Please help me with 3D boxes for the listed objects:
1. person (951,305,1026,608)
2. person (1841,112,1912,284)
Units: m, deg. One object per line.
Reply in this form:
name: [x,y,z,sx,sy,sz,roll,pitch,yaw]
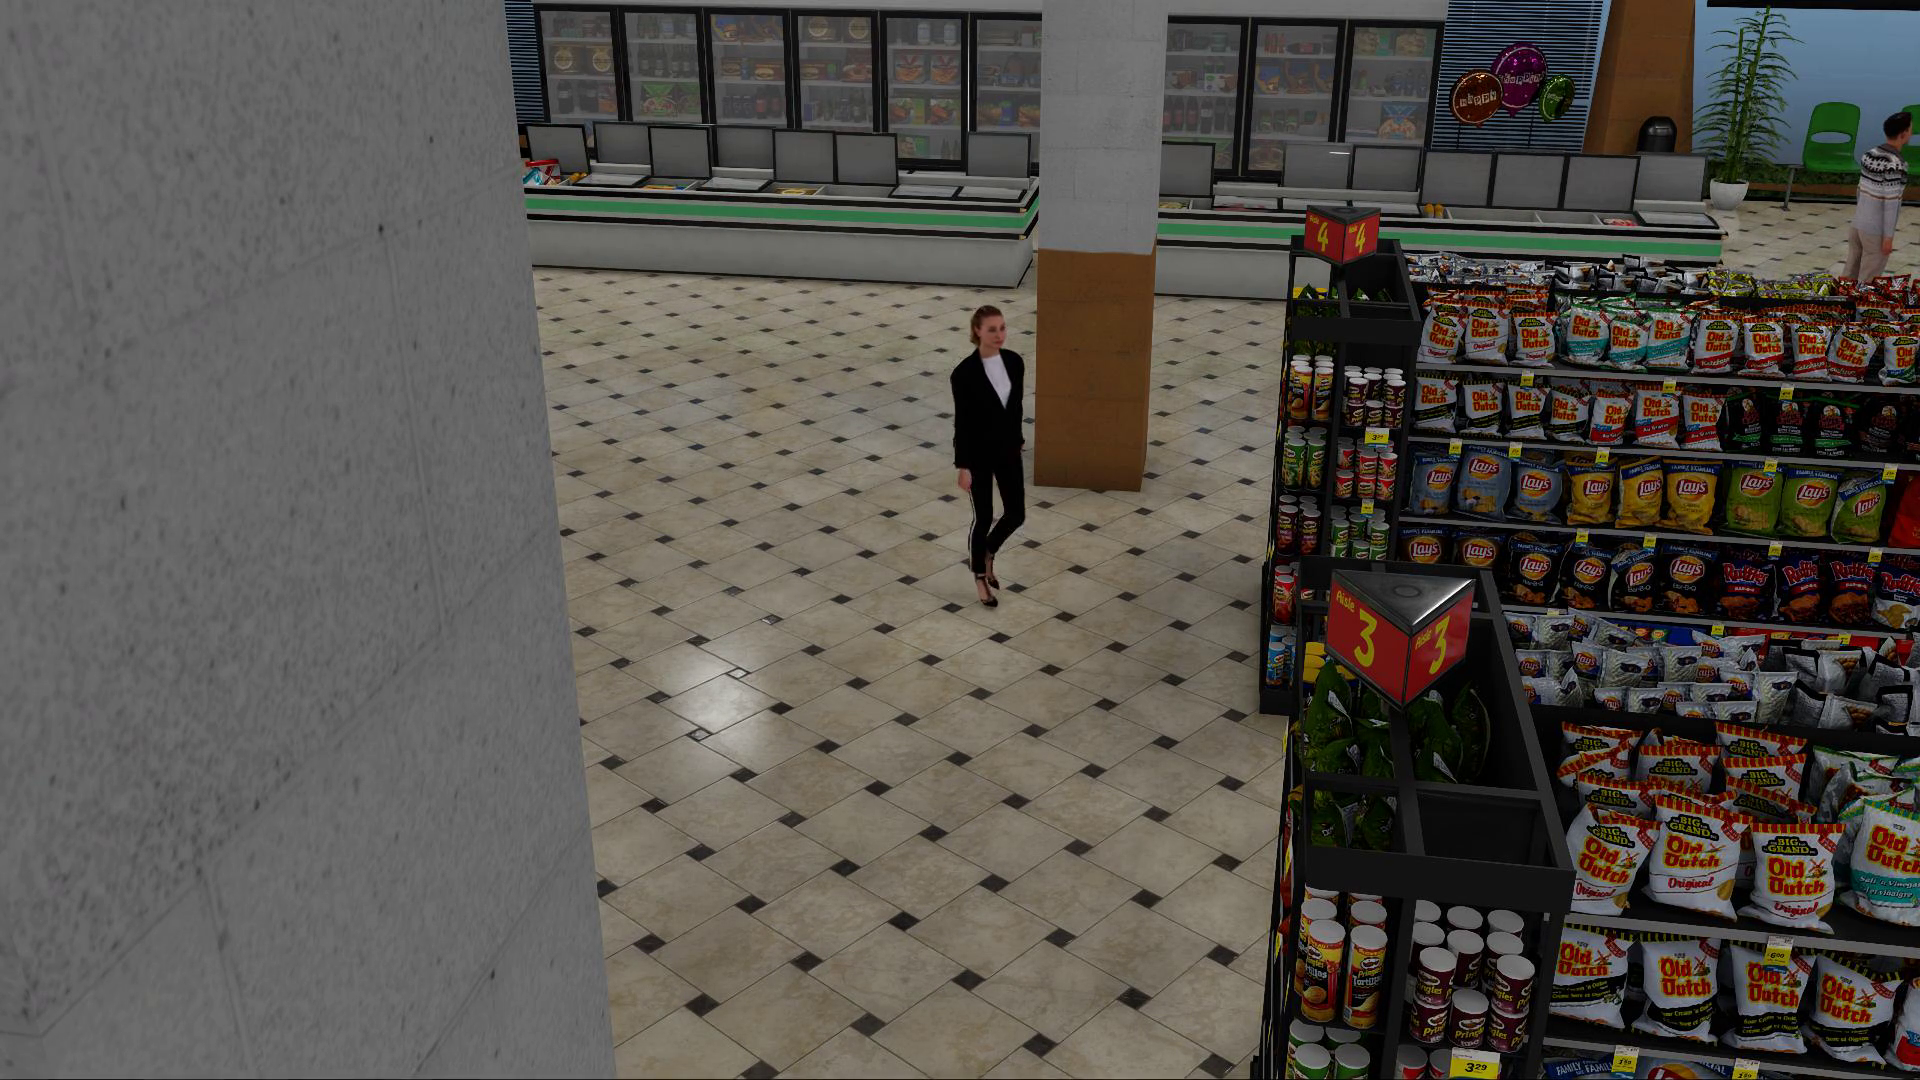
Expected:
person: [0.122,-0.452,8.936,0.740,1.692,0.810,-14,27,-28]
person: [7.377,-2.520,13.446,0.619,1.865,0.714,0,24,1]
